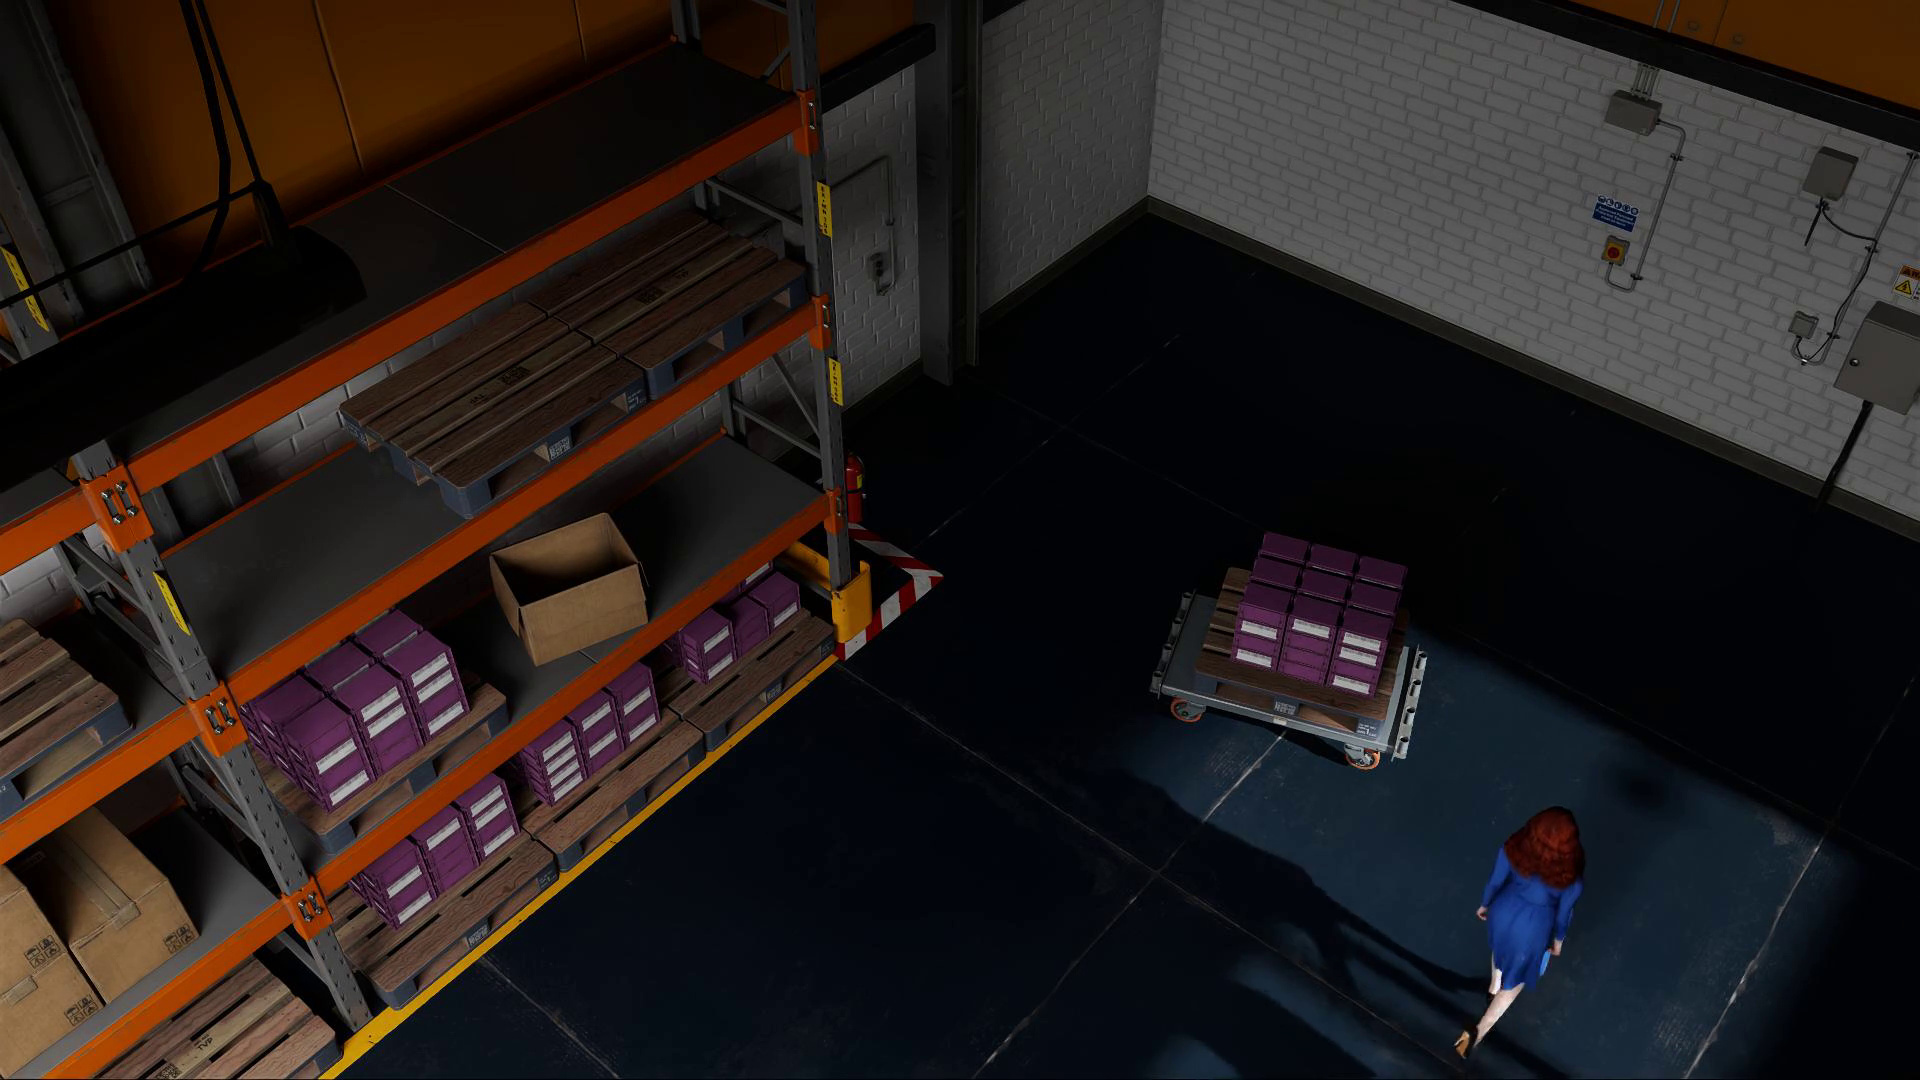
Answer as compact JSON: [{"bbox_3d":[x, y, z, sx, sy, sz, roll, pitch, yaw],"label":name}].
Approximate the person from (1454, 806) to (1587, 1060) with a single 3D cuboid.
[{"bbox_3d":[2.891,2.085,8.691,0.624,1.807,0.940,31,52,28],"label":"person"}]
